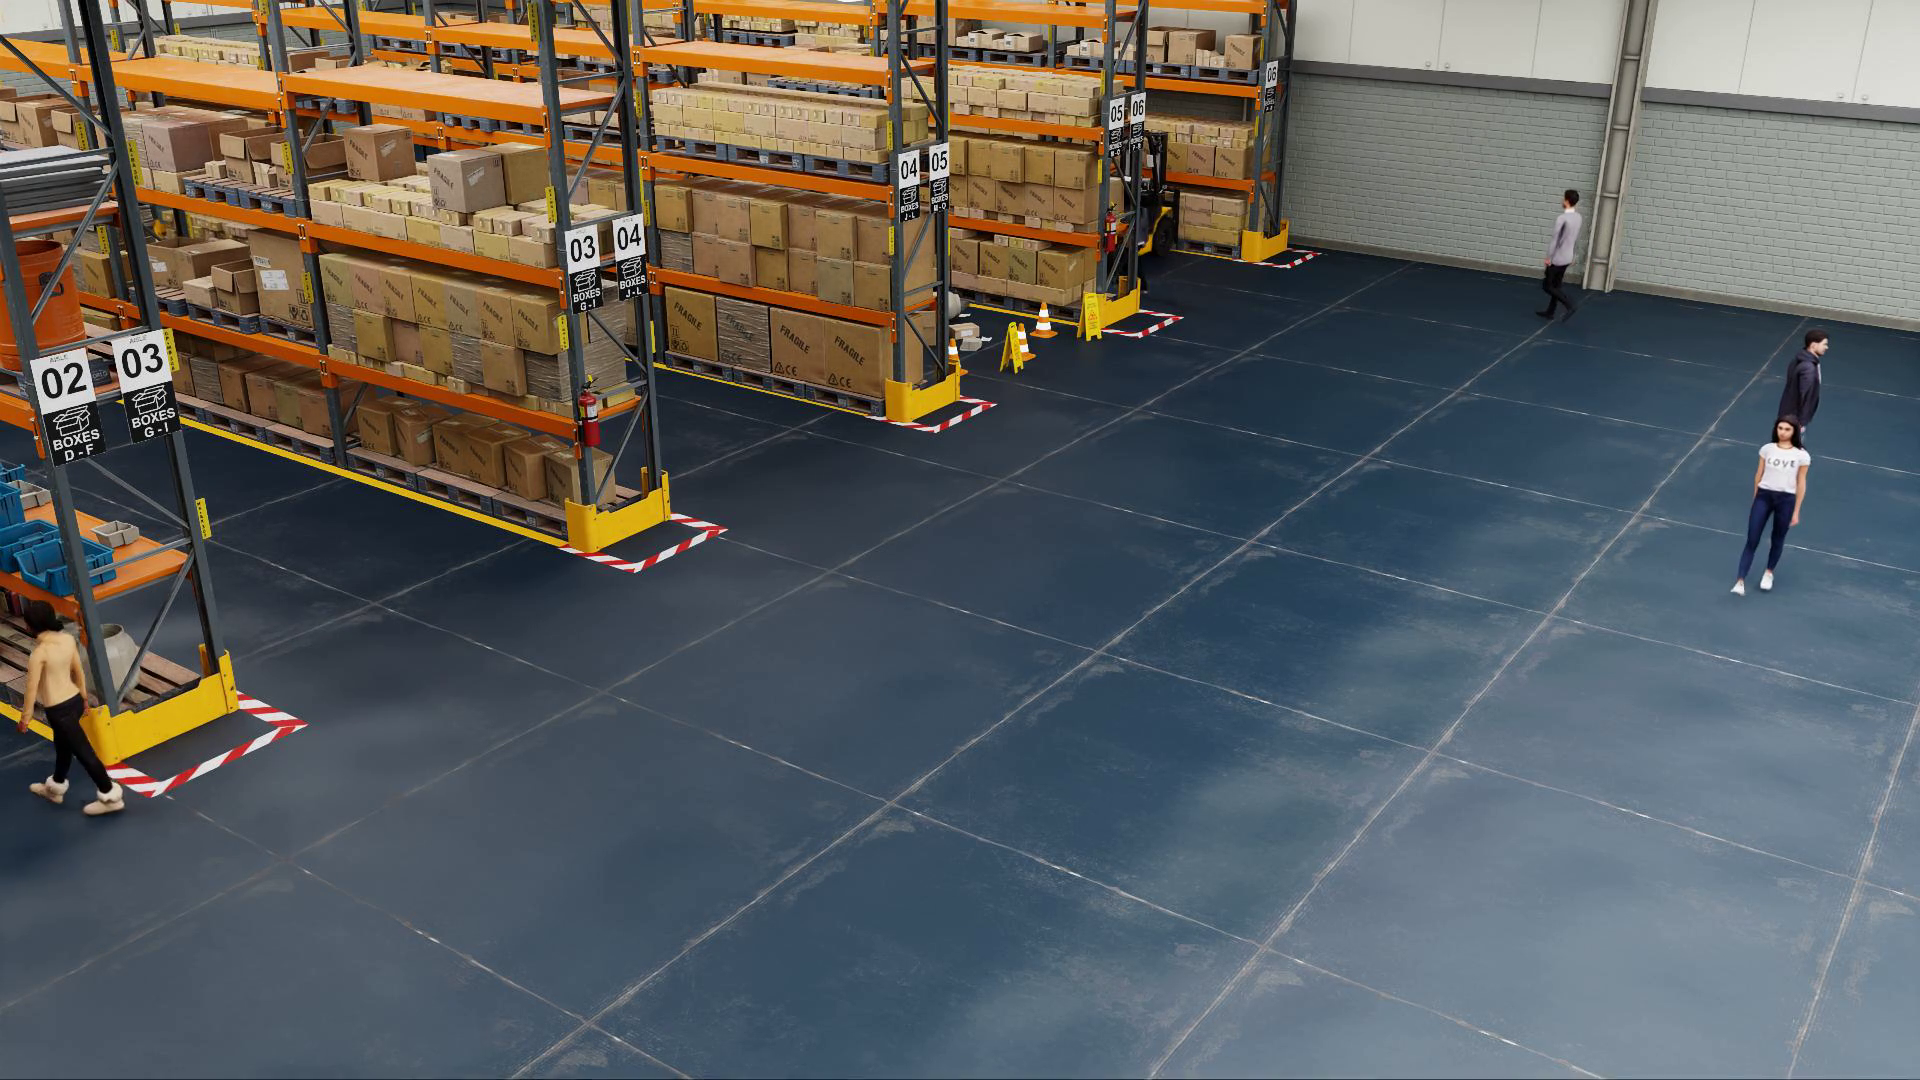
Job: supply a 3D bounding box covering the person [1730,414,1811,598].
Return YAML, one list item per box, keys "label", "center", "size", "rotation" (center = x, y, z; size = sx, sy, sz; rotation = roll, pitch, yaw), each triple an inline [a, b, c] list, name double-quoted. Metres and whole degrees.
- label: "person"
  center: [7.534, -0.323, 15.314]
  size: [1.008, 1.738, 0.675]
  rotation: [15, 27, 32]

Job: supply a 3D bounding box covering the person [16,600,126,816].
- label: "person"
  center: [-6.274, 1.221, 11.829]
  size: [1.091, 1.624, 0.941]
  rotation: [0, 23, -1]

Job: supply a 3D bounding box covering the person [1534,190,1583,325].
- label: "person"
  center: [8.672, -4.033, 23.826]
  size: [0.902, 1.905, 1.078]
  rotation: [-18, 29, -36]

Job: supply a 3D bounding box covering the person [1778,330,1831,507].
- label: "person"
  center: [8.714, -1.285, 17.383]
  size: [0.717, 1.890, 0.748]
  rotation: [5, 24, 11]

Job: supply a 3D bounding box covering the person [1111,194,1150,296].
- label: "person"
  center: [2.703, -4.496, 25.356]
  size: [0.986, 1.560, 0.672]
  rotation: [16, 28, 33]
